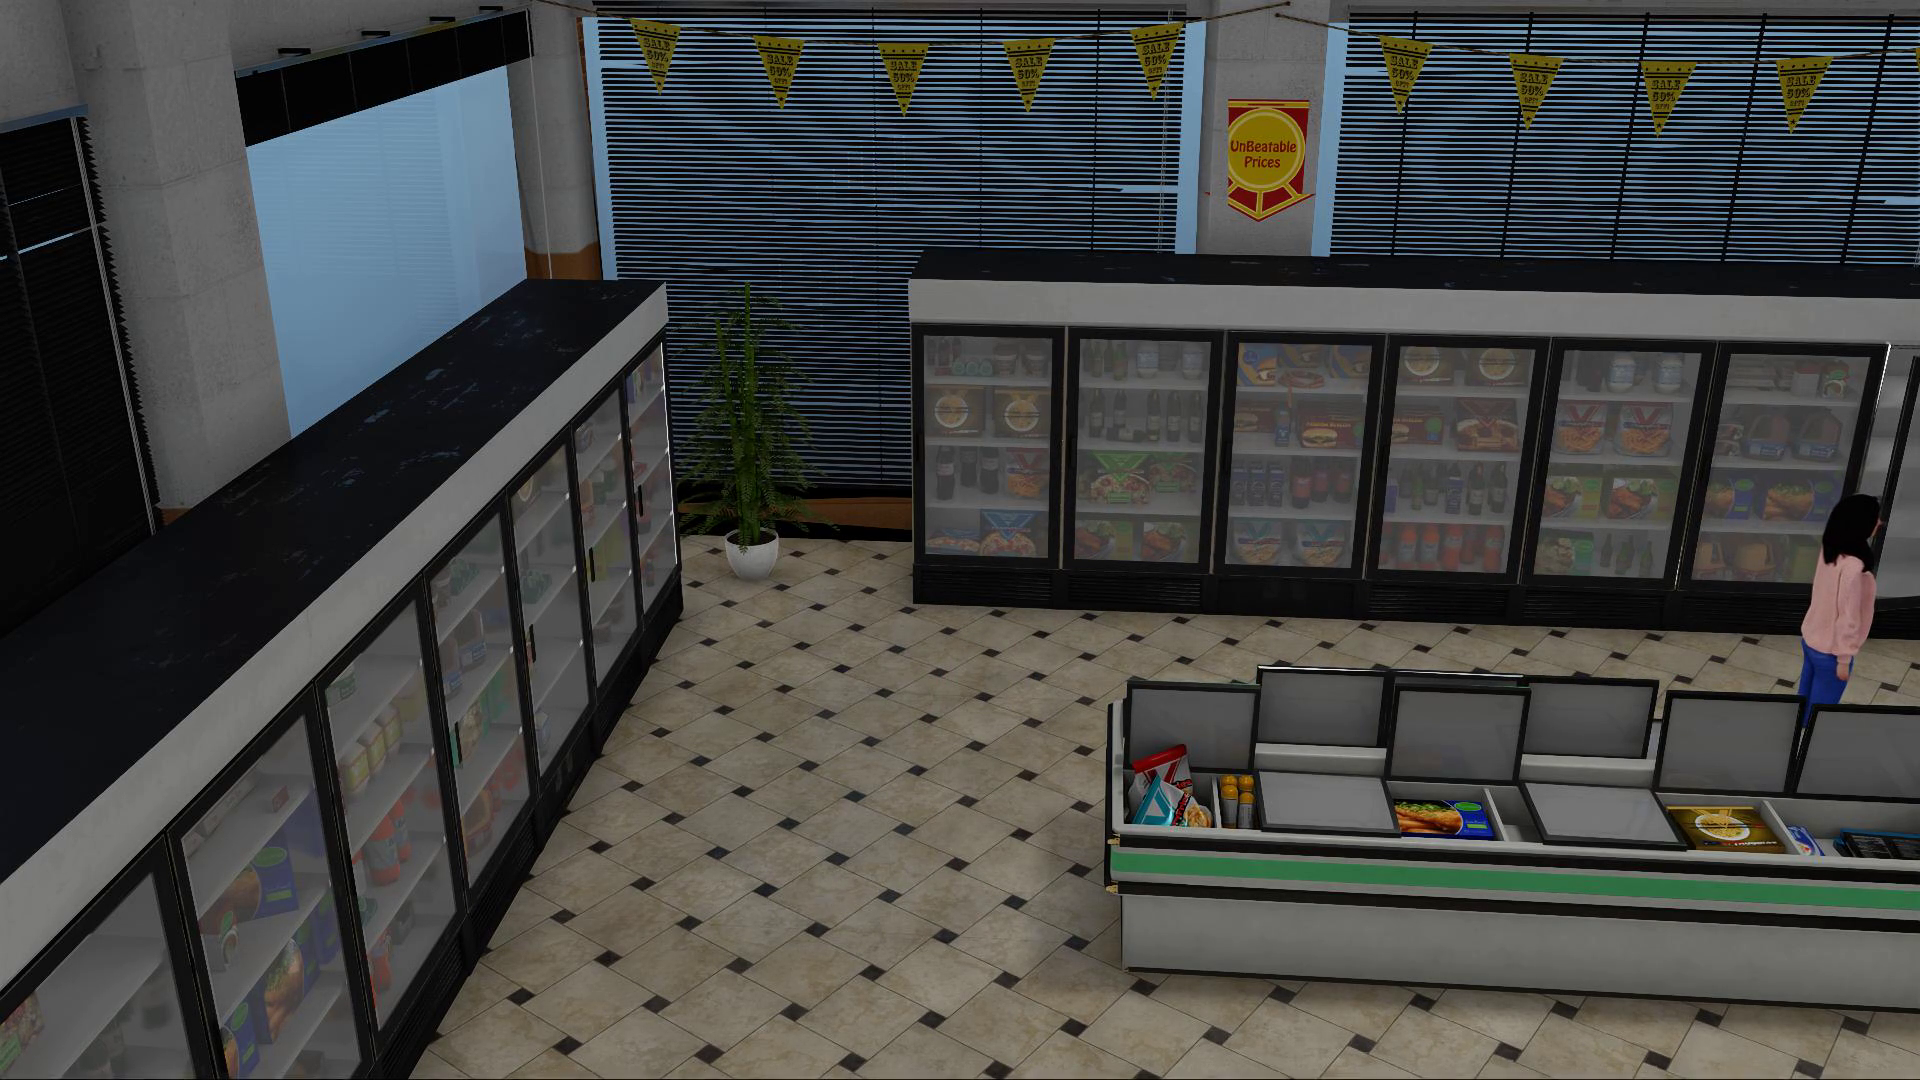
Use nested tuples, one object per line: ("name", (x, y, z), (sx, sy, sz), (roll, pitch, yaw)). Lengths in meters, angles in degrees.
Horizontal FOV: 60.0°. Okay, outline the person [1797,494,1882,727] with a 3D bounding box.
("person", (4.620, 0.583, 8.860), (0.582, 1.769, 0.671), (5, 22, 12))
